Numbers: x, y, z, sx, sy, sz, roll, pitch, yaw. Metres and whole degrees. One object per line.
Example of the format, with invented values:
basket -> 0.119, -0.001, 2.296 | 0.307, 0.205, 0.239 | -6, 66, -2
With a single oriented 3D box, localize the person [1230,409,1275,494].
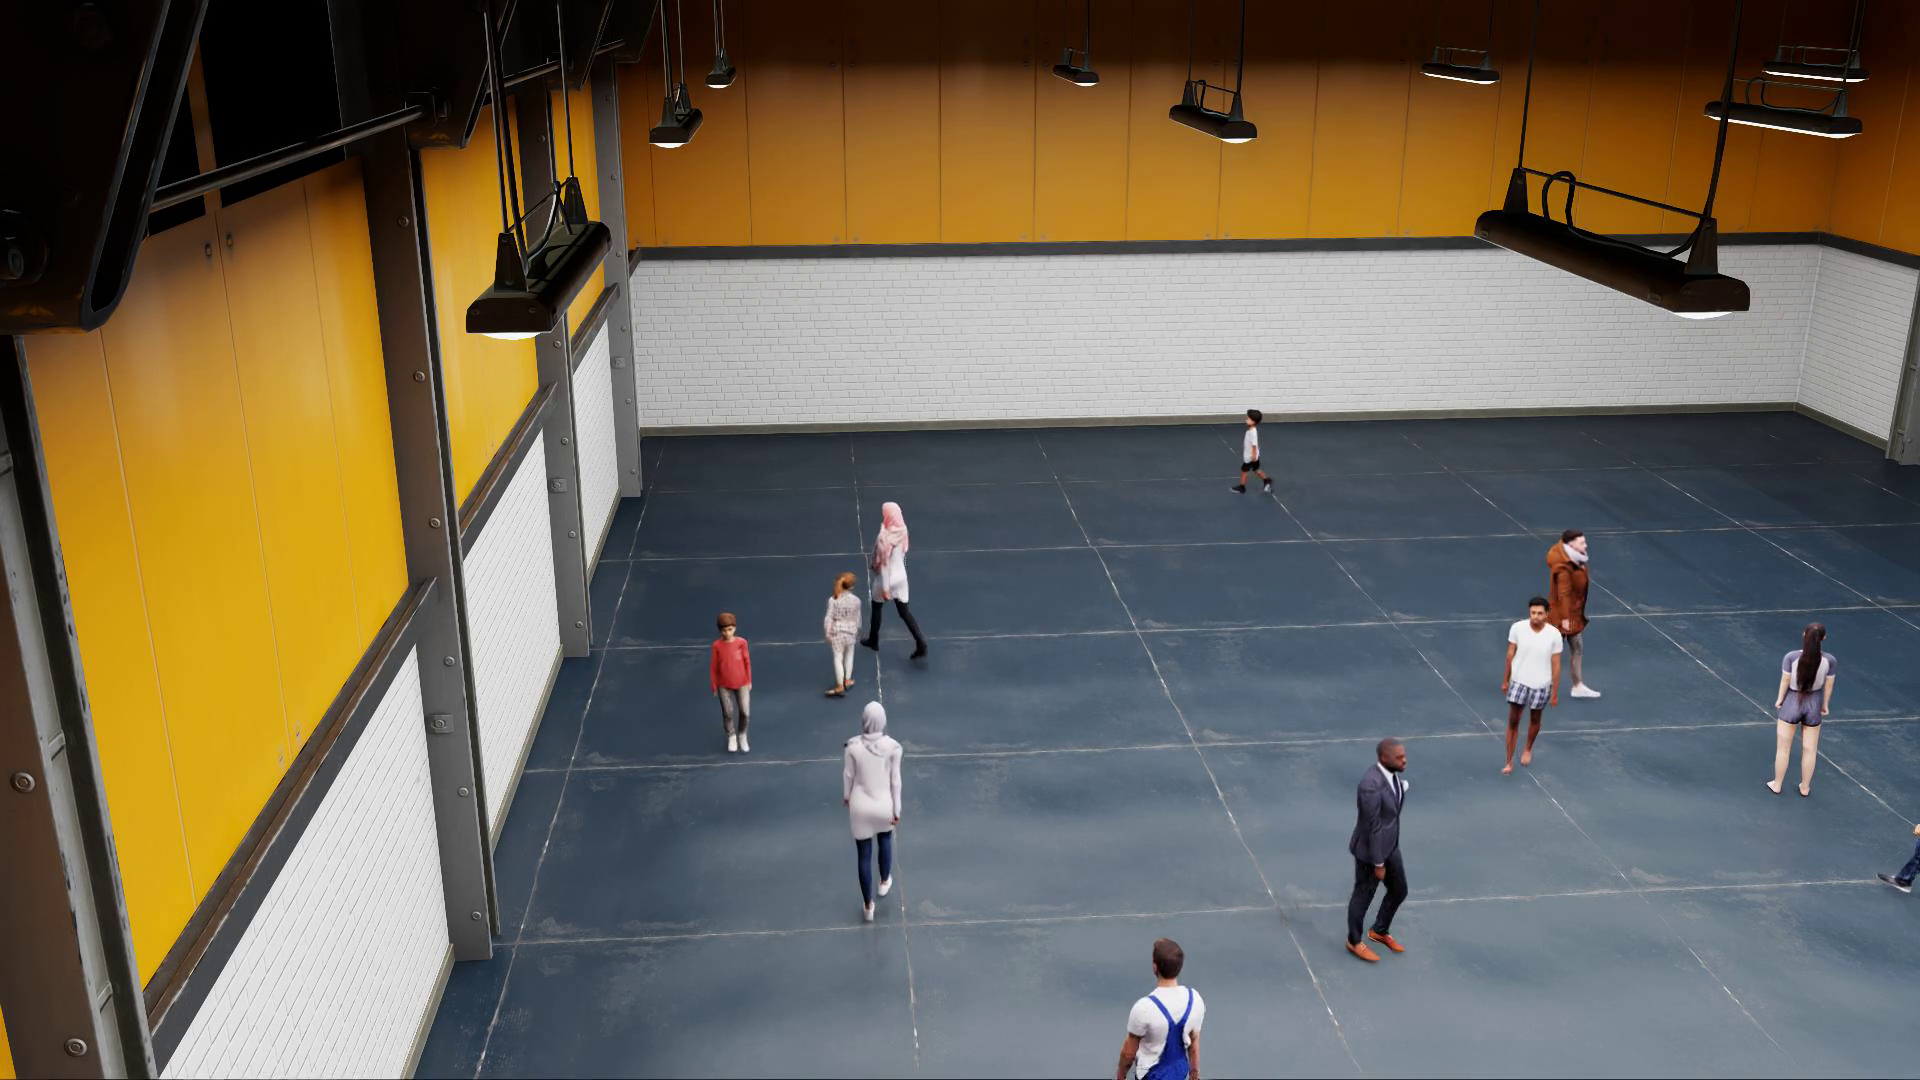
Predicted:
person -> 4.258, -1.269, 23.926 | 0.663, 1.245, 0.818 | 2, 19, 7

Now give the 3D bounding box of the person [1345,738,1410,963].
person -> 3.044, 2.292, 12.468 | 0.871, 1.810, 0.808 | 15, 24, 37

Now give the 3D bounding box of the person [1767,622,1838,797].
person -> 7.601, 1.521, 15.009 | 0.657, 1.650, 0.624 | 5, 19, 14

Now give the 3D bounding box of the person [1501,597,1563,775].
person -> 5.349, 1.317, 15.535 | 0.974, 1.699, 1.136 | 8, 20, 23

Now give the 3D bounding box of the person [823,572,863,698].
person -> -1.204, 0.976, 17.200 | 0.669, 1.284, 0.622 | -11, 21, -29

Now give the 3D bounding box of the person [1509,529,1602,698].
person -> 6.080, 0.772, 16.996 | 1.128, 1.801, 1.207 | 8, 20, 23

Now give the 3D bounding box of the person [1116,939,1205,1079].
person -> 1.210, 3.243, 9.657 | 0.980, 1.801, 1.372 | -9, 21, -26

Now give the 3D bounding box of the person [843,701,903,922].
person -> -0.692, 2.147, 12.985 | 0.673, 1.754, 0.864 | -1, 19, -2

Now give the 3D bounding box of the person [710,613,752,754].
person -> -2.183, 1.340, 15.928 | 0.555, 1.406, 0.549 | -3, 19, -10

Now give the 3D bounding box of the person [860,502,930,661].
person -> -0.652, 0.483, 17.917 | 1.234, 1.761, 1.179 | 15, 24, 37
